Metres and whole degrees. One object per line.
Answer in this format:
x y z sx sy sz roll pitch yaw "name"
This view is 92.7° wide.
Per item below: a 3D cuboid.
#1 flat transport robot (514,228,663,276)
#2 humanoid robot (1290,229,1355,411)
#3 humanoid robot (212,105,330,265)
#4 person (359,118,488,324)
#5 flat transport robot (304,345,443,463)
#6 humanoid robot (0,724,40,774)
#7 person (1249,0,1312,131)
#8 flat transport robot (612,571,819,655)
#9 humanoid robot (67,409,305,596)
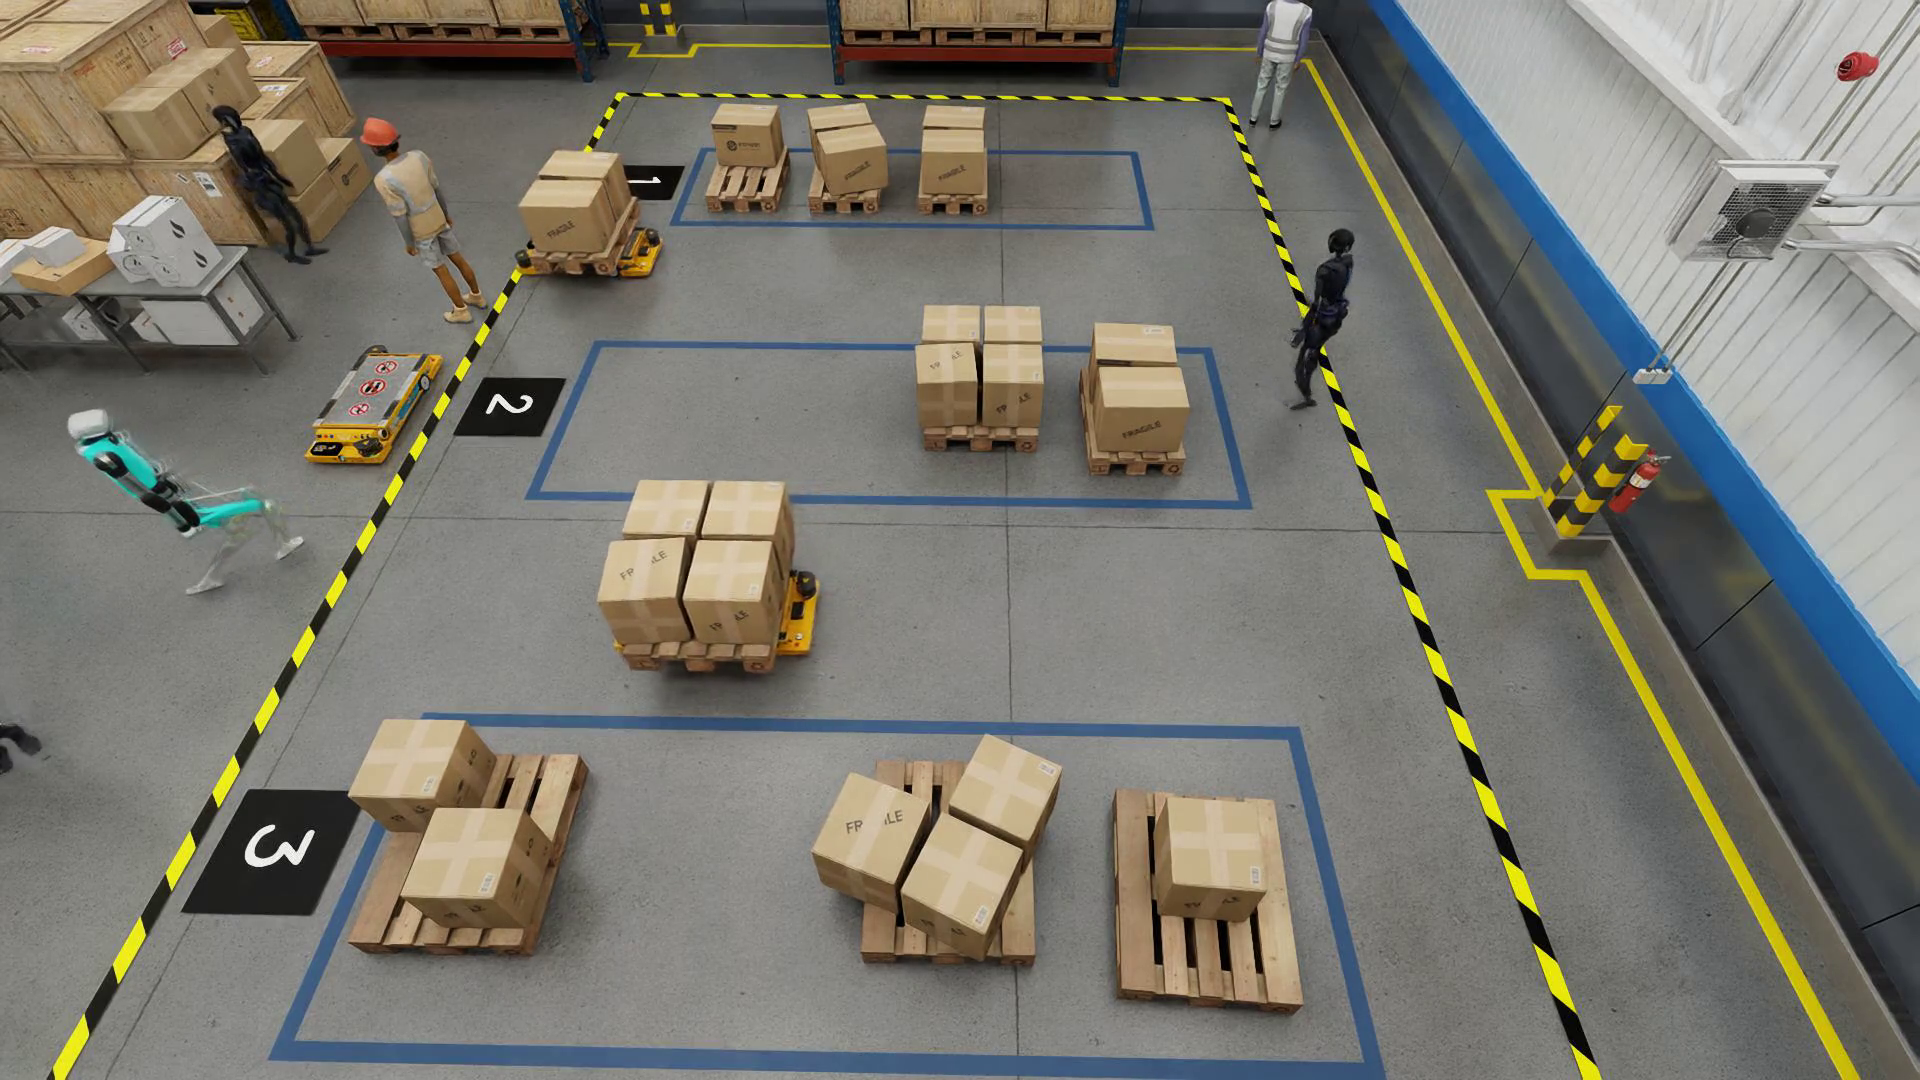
-4.055 -3.166 10.028 1.431 0.197 0.652 1 50 1 "flat transport robot"
3.220 -1.911 8.061 0.466 1.637 0.598 37 59 27 "humanoid robot"
-7.211 -3.688 9.557 0.424 1.658 0.599 -10 50 -8 "humanoid robot"
-5.105 -3.004 8.746 0.366 2.048 0.606 14 51 12 "person"
-5.383 -1.269 8.441 0.659 0.231 1.431 1 50 1 "flat transport robot"
-6.477 0.969 5.623 0.609 1.640 0.347 -35 58 -26 "humanoid robot"
4.017 -6.107 11.509 0.590 1.834 0.404 23 54 18 "person"
-1.822 0.531 6.899 1.431 0.197 0.652 1 50 1 "flat transport robot"
-5.560 -0.327 6.718 1.061 1.770 0.545 -36 58 -26 "humanoid robot"
